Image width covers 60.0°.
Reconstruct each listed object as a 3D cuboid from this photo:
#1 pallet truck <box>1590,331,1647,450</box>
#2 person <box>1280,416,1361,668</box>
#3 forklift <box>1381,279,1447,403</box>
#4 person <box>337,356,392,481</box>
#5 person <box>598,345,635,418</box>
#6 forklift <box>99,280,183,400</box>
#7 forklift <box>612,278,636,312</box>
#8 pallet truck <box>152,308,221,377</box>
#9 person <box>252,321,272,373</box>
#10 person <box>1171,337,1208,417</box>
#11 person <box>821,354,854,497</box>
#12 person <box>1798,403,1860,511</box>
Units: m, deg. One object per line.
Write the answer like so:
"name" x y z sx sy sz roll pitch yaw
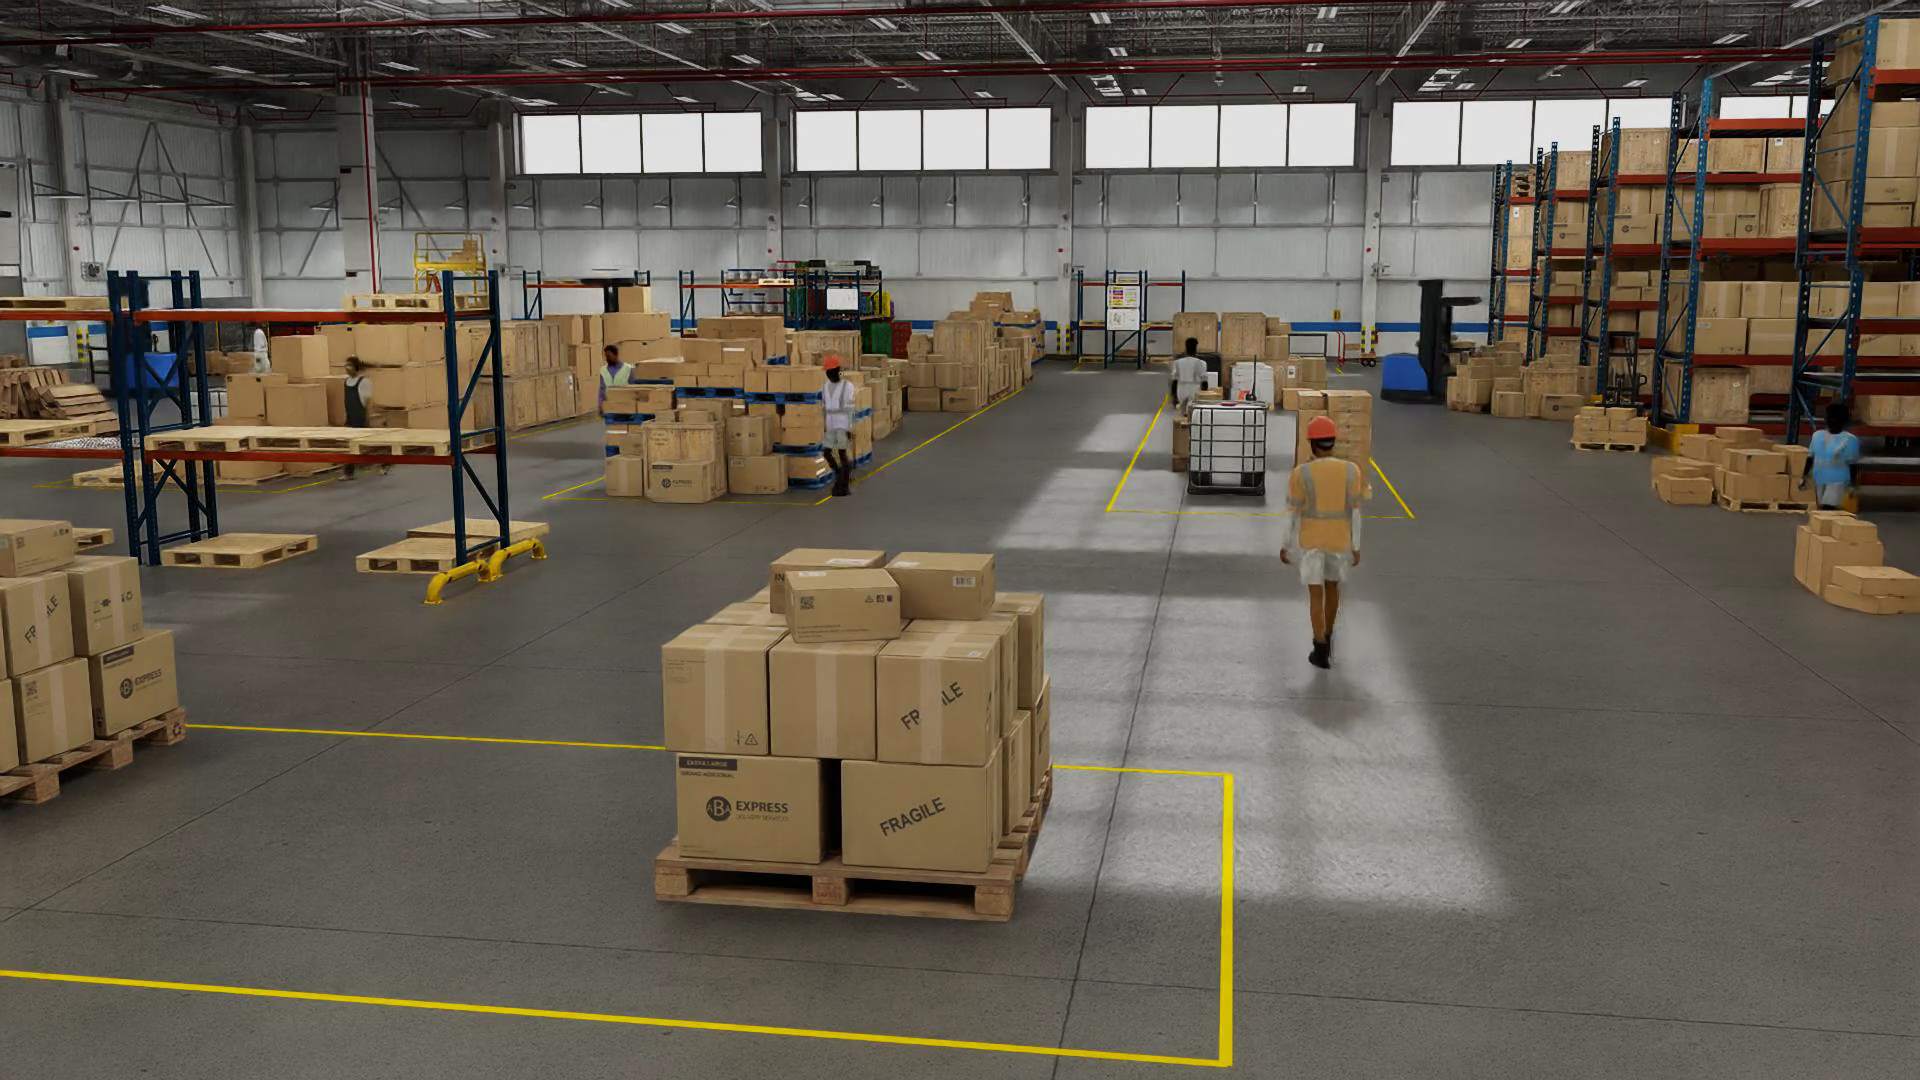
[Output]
"pallet truck" 11.253 -2.573 28.499 0.823 1.965 1.885 5 10 27
"person" 2.760 -0.005 12.899 0.573 1.913 0.764 -1 9 -6
"forklift" 10.726 -4.562 38.051 1.873 2.768 1.129 5 10 27
"person" -8.692 -1.778 24.182 0.515 1.821 0.850 5 10 28
"person" -5.352 -2.078 25.838 0.616 1.864 0.987 3 10 18
"forklift" -19.310 -4.713 38.979 1.873 2.768 1.129 1 9 9
"forklift" -9.144 -5.767 45.484 1.873 2.768 1.129 1 9 9
"pallet truck" -21.869 -5.598 47.154 0.823 1.965 1.885 4 10 26
"person" -17.468 -4.641 41.766 0.977 1.832 0.588 -5 10 -26
"person" 3.847 -2.439 27.926 0.617 1.928 1.002 6 11 31
"person" -1.664 -1.531 22.323 0.580 1.916 0.434 6 11 34
"person" 9.190 -0.622 17.522 0.881 1.654 0.534 -4 10 -23
